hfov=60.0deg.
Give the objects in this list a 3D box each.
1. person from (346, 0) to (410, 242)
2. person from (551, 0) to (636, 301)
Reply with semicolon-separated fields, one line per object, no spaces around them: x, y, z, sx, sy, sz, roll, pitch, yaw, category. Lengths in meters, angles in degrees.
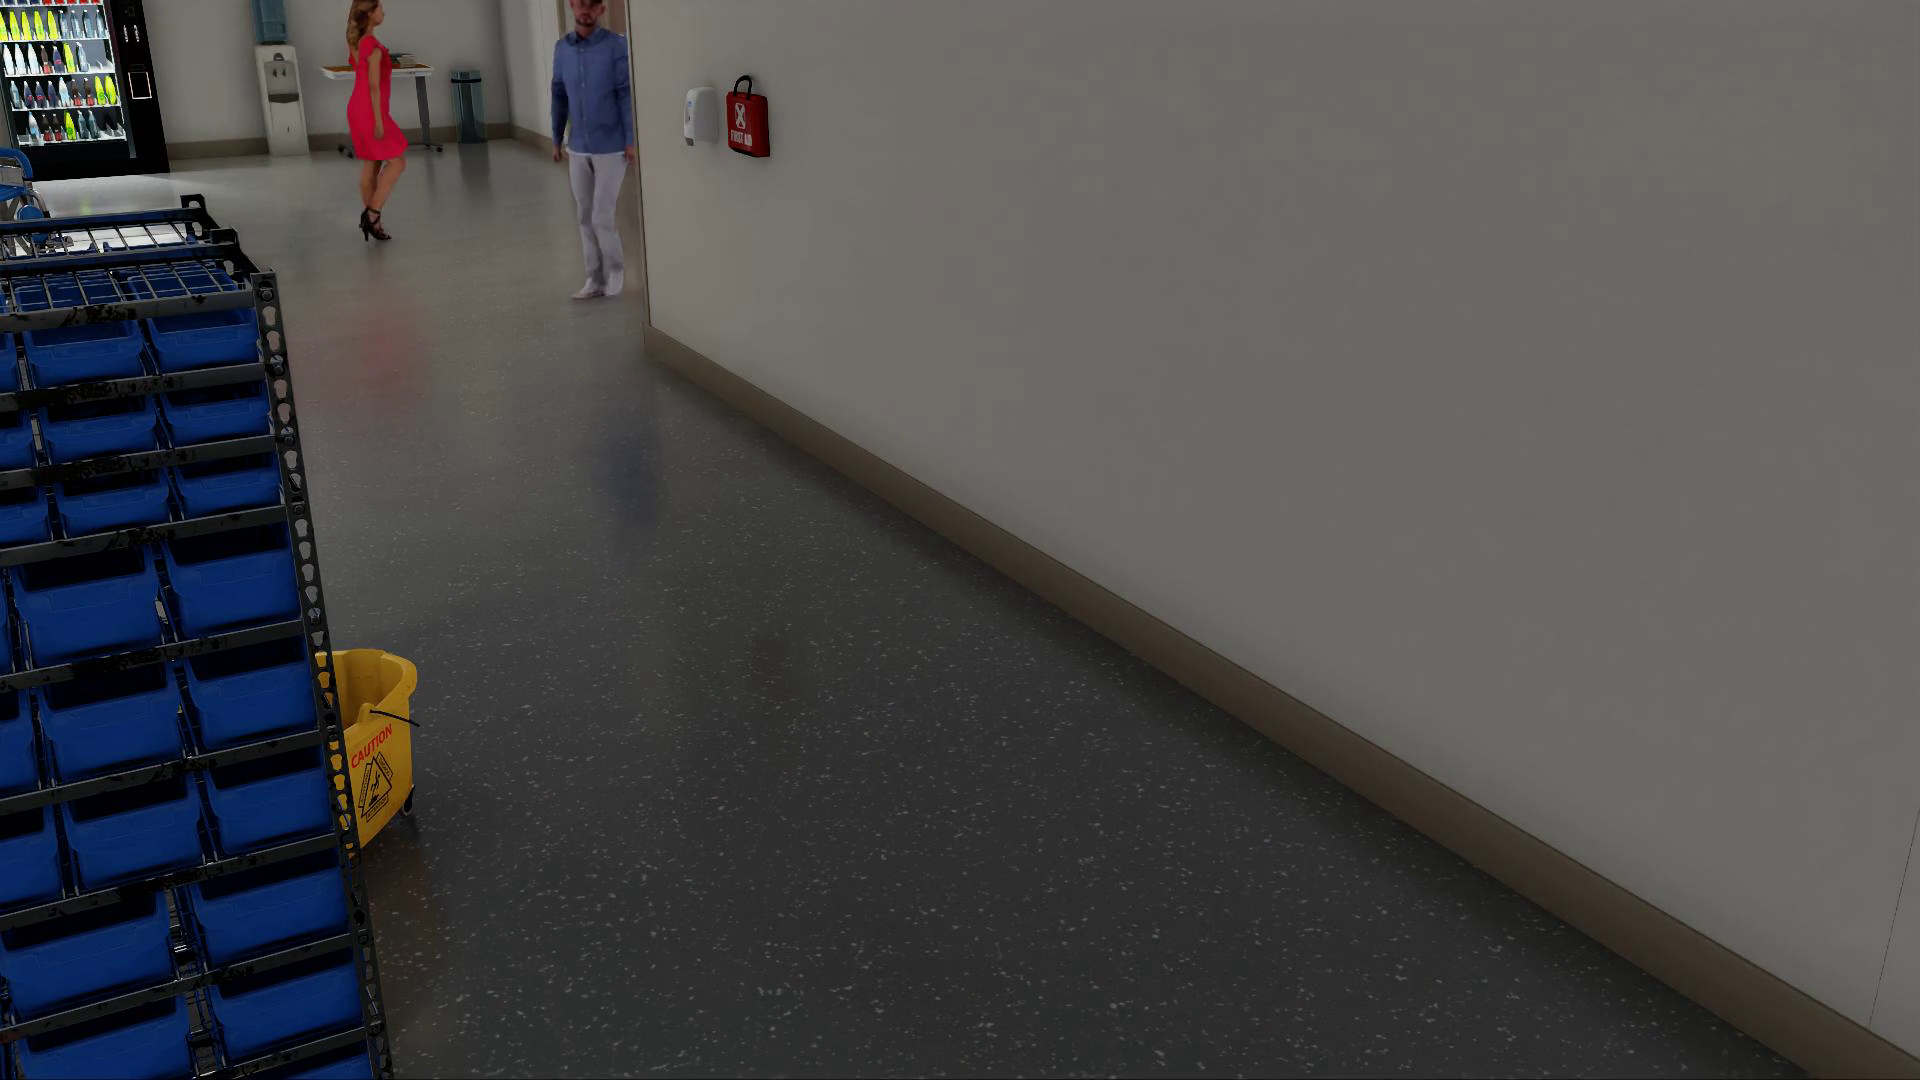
-4.241;-2.961;11.728;0.680;1.712;0.665;-18;27;-40;person
-2.123;-2.375;9.949;0.825;1.877;0.862;9;22;22;person
